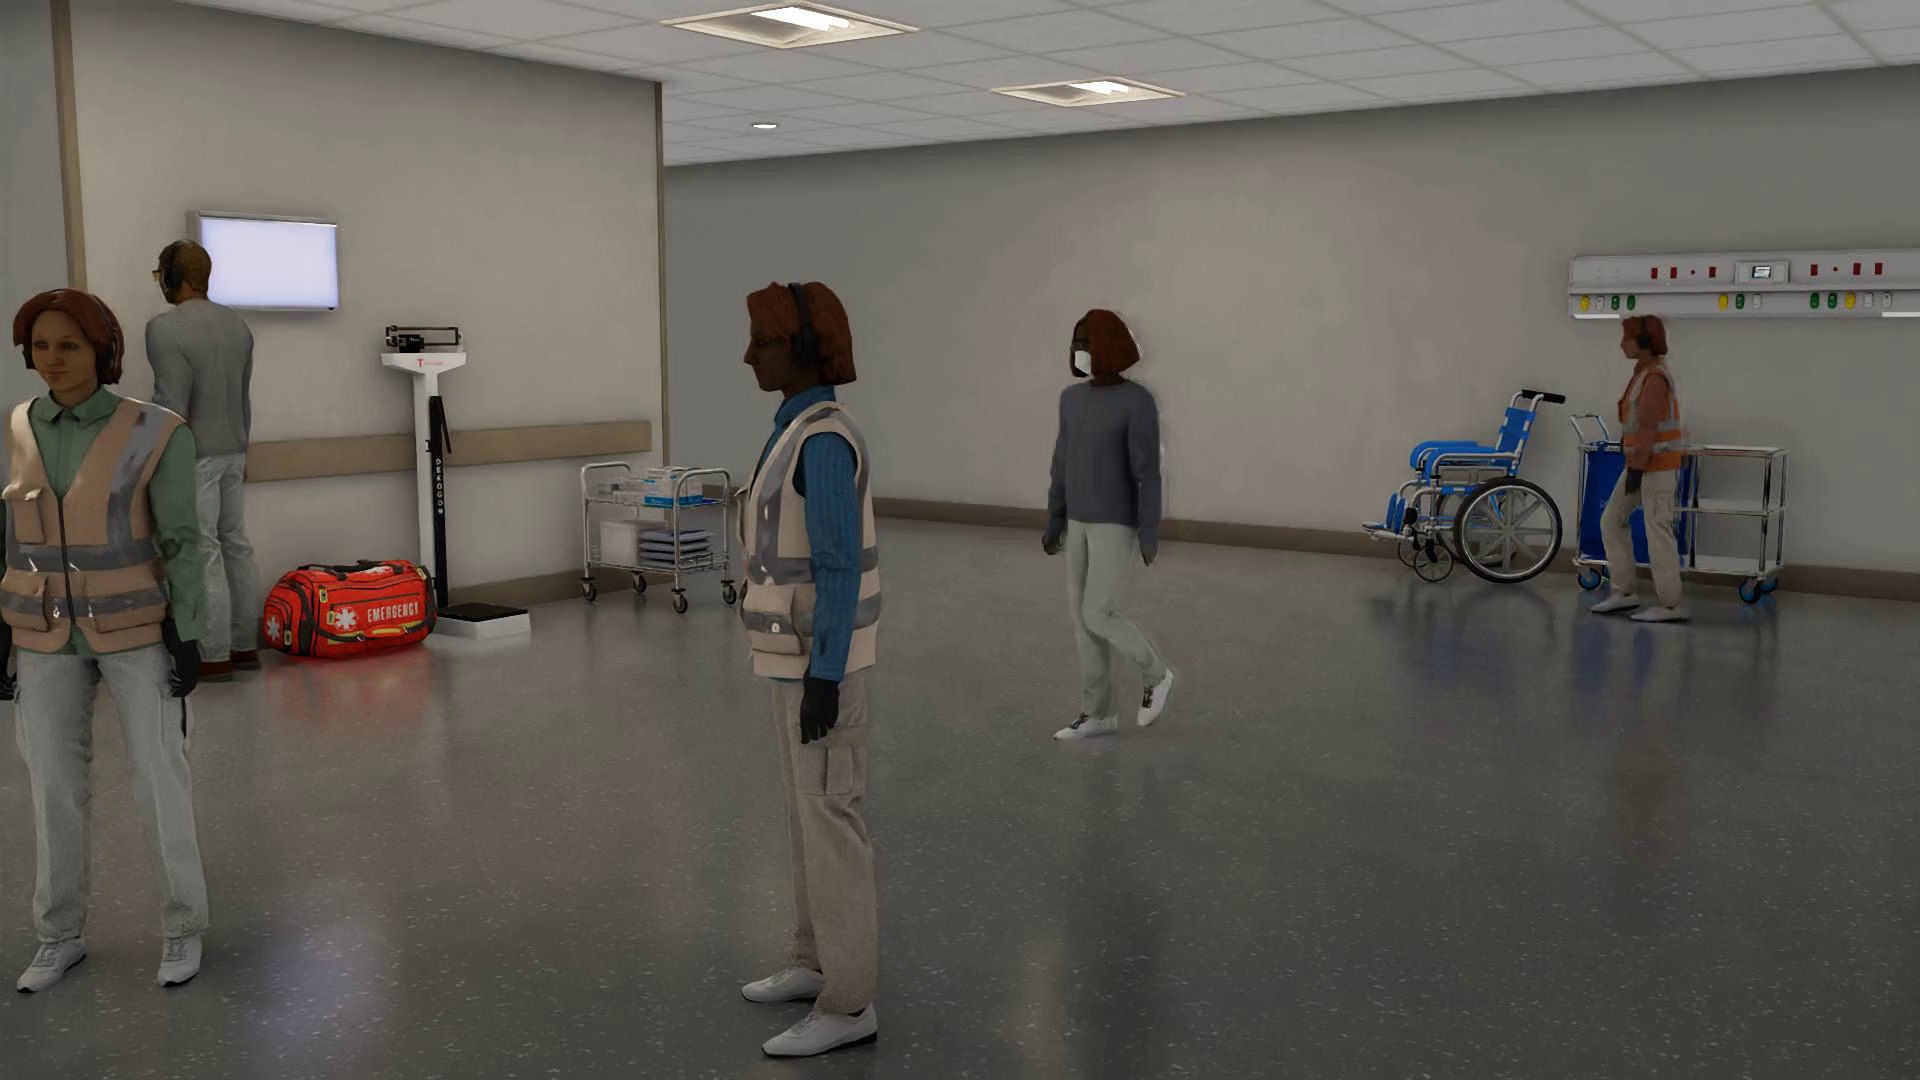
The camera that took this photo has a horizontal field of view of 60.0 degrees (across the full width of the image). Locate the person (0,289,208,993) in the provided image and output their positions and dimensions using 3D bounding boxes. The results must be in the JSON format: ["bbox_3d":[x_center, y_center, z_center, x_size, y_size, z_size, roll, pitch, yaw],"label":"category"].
[{"bbox_3d":[-2.010,0.240,3.870,0.514,1.630,0.318,-1,7,-5],"label":"person"}]

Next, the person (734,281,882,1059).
[{"bbox_3d":[-0.323,0.272,3.577,0.307,1.637,0.525,-2,7,-14],"label":"person"}]

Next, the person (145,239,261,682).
[{"bbox_3d":[-3.332,-0.343,7.317,0.352,1.937,0.635,1,7,9],"label":"person"}]

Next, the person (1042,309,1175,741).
[{"bbox_3d":[0.541,-0.048,6.217,0.407,1.621,0.504,-4,8,-32],"label":"person"}]

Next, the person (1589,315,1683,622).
[{"bbox_3d":[3.569,-0.370,8.777,0.561,1.618,0.534,1,7,11],"label":"person"}]
